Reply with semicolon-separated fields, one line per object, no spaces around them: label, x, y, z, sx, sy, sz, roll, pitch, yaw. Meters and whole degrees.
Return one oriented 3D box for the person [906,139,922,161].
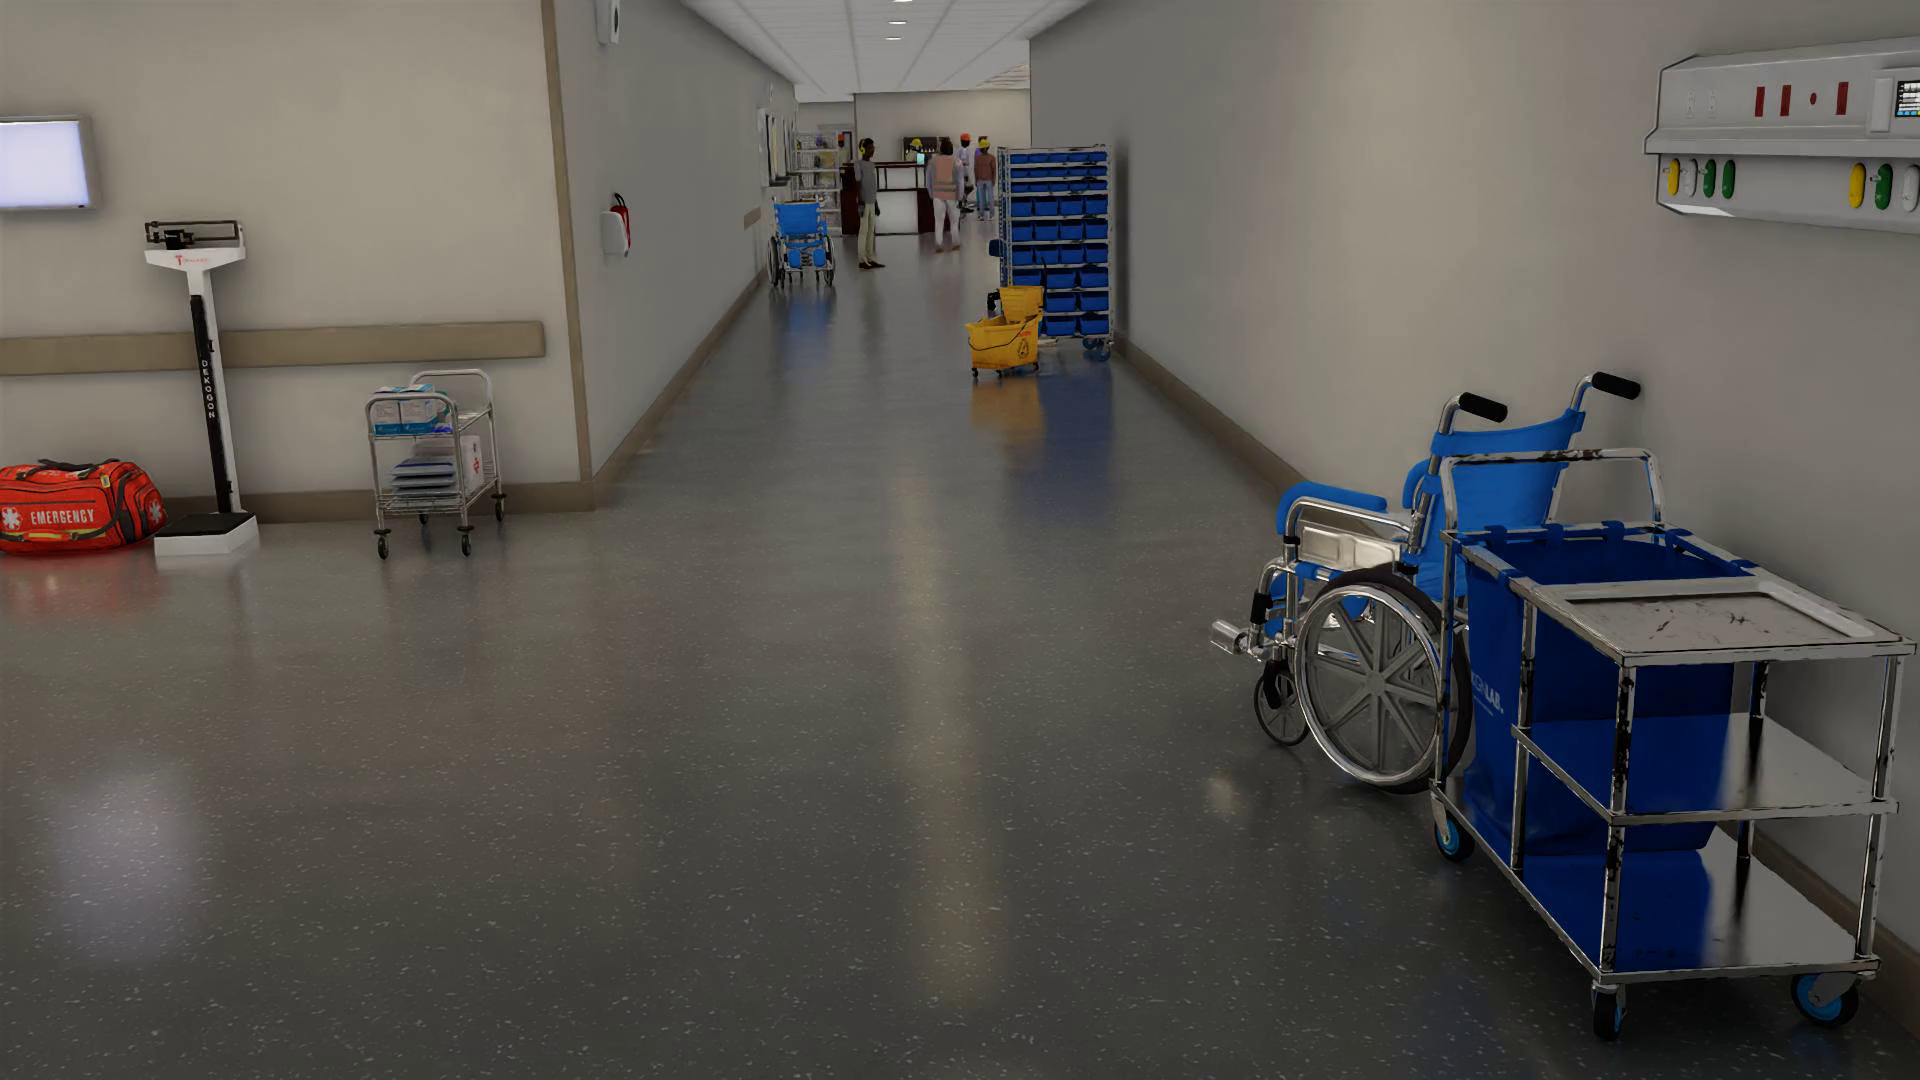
person;-1.038;-8.607;39.543;0.403;1.824;0.595;-10;16;-30

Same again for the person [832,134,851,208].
person;-3.271;-10.181;45.905;0.609;1.995;0.378;-8;15;-24

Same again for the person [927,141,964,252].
person;-0.229;-5.625;27.248;0.619;1.800;0.959;0;14;8

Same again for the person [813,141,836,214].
person;-3.471;-9.180;42.198;0.656;1.809;0.815;-12;17;-36

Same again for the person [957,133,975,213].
person;0.118;-8.965;40.653;0.417;1.917;0.574;-4;14;-10

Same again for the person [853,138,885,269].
person;-1.330;-4.884;24.166;0.329;1.875;0.507;5;15;26

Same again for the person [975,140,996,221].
person;0.554;-7.920;36.659;0.523;1.761;0.328;6;15;28

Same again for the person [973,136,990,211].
person;0.551;-9.169;41.613;0.387;1.846;0.566;-7;15;-22
